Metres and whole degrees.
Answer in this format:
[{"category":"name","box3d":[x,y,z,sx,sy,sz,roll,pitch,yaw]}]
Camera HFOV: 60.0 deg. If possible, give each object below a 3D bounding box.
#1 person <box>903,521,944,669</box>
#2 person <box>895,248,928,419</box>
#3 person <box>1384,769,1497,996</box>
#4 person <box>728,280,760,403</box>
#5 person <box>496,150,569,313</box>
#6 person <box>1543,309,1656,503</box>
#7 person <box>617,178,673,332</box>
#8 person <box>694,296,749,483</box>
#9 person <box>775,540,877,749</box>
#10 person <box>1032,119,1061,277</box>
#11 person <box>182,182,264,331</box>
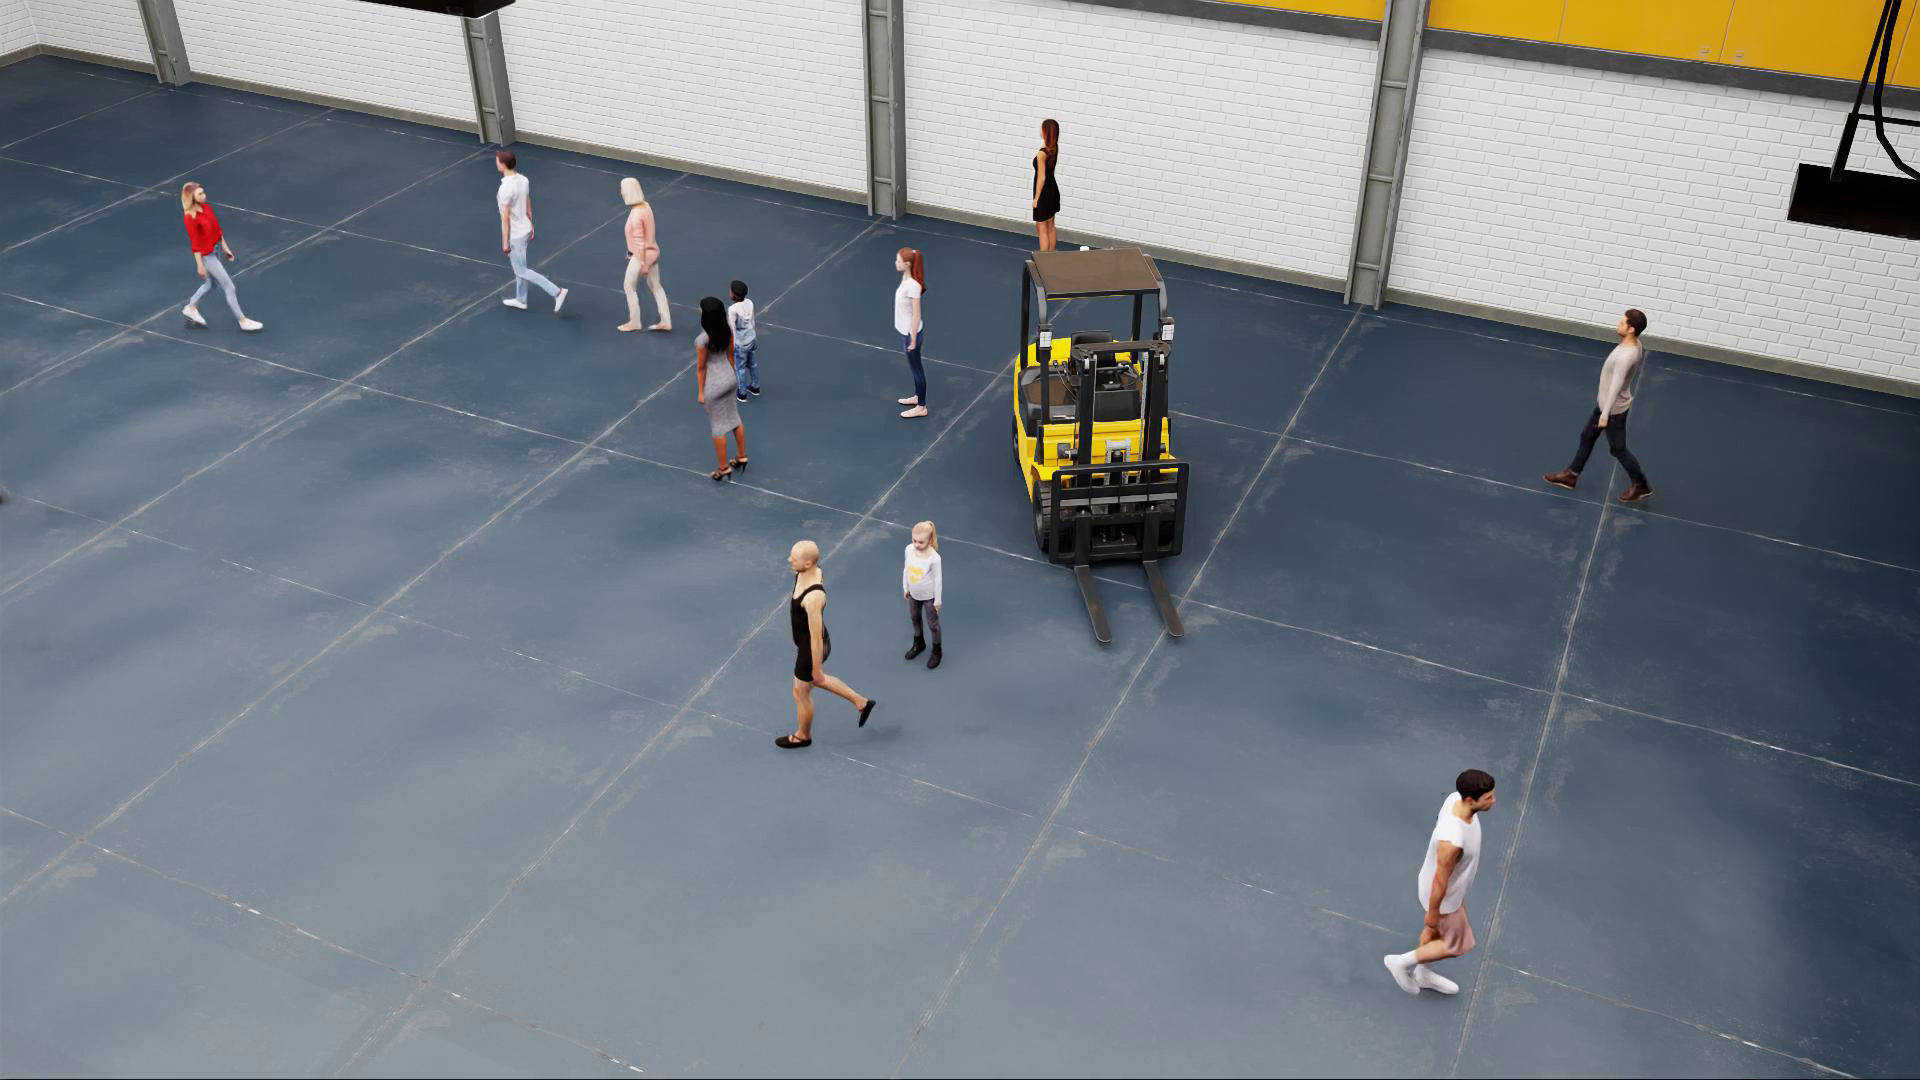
[{"category":"person","box3d":[-0.277,0.402,12.863,0.461,1.274,0.580,20,39,28]},{"category":"person","box3d":[-0.453,-2.009,16.072,0.665,1.737,0.652,-2,34,-3]},{"category":"person","box3d":[2.821,2.047,9.933,0.727,1.778,0.667,13,36,18]},{"category":"person","box3d":[-2.152,-1.981,16.462,0.536,1.258,0.509,23,40,30]},{"category":"person","box3d":[-4.669,-3.272,17.888,1.141,1.830,0.837,6,34,9]},{"category":"person","box3d":[5.860,-1.145,14.684,1.170,1.835,0.677,13,36,18]},{"category":"person","box3d":[-3.248,-2.993,17.583,0.870,1.704,0.728,3,34,4]},{"category":"person","box3d":[-2.168,-1.371,15.078,0.626,1.775,0.627,24,40,31]},{"category":"person","box3d":[-0.976,0.745,11.871,1.108,1.801,0.974,-5,34,-8]},{"category":"person","box3d":[0.968,-3.857,18.764,0.525,1.834,0.579,16,37,23]},{"category":"person","box3d":[-8.008,-2.985,17.598,1.180,1.672,0.911,0,34,0]}]
